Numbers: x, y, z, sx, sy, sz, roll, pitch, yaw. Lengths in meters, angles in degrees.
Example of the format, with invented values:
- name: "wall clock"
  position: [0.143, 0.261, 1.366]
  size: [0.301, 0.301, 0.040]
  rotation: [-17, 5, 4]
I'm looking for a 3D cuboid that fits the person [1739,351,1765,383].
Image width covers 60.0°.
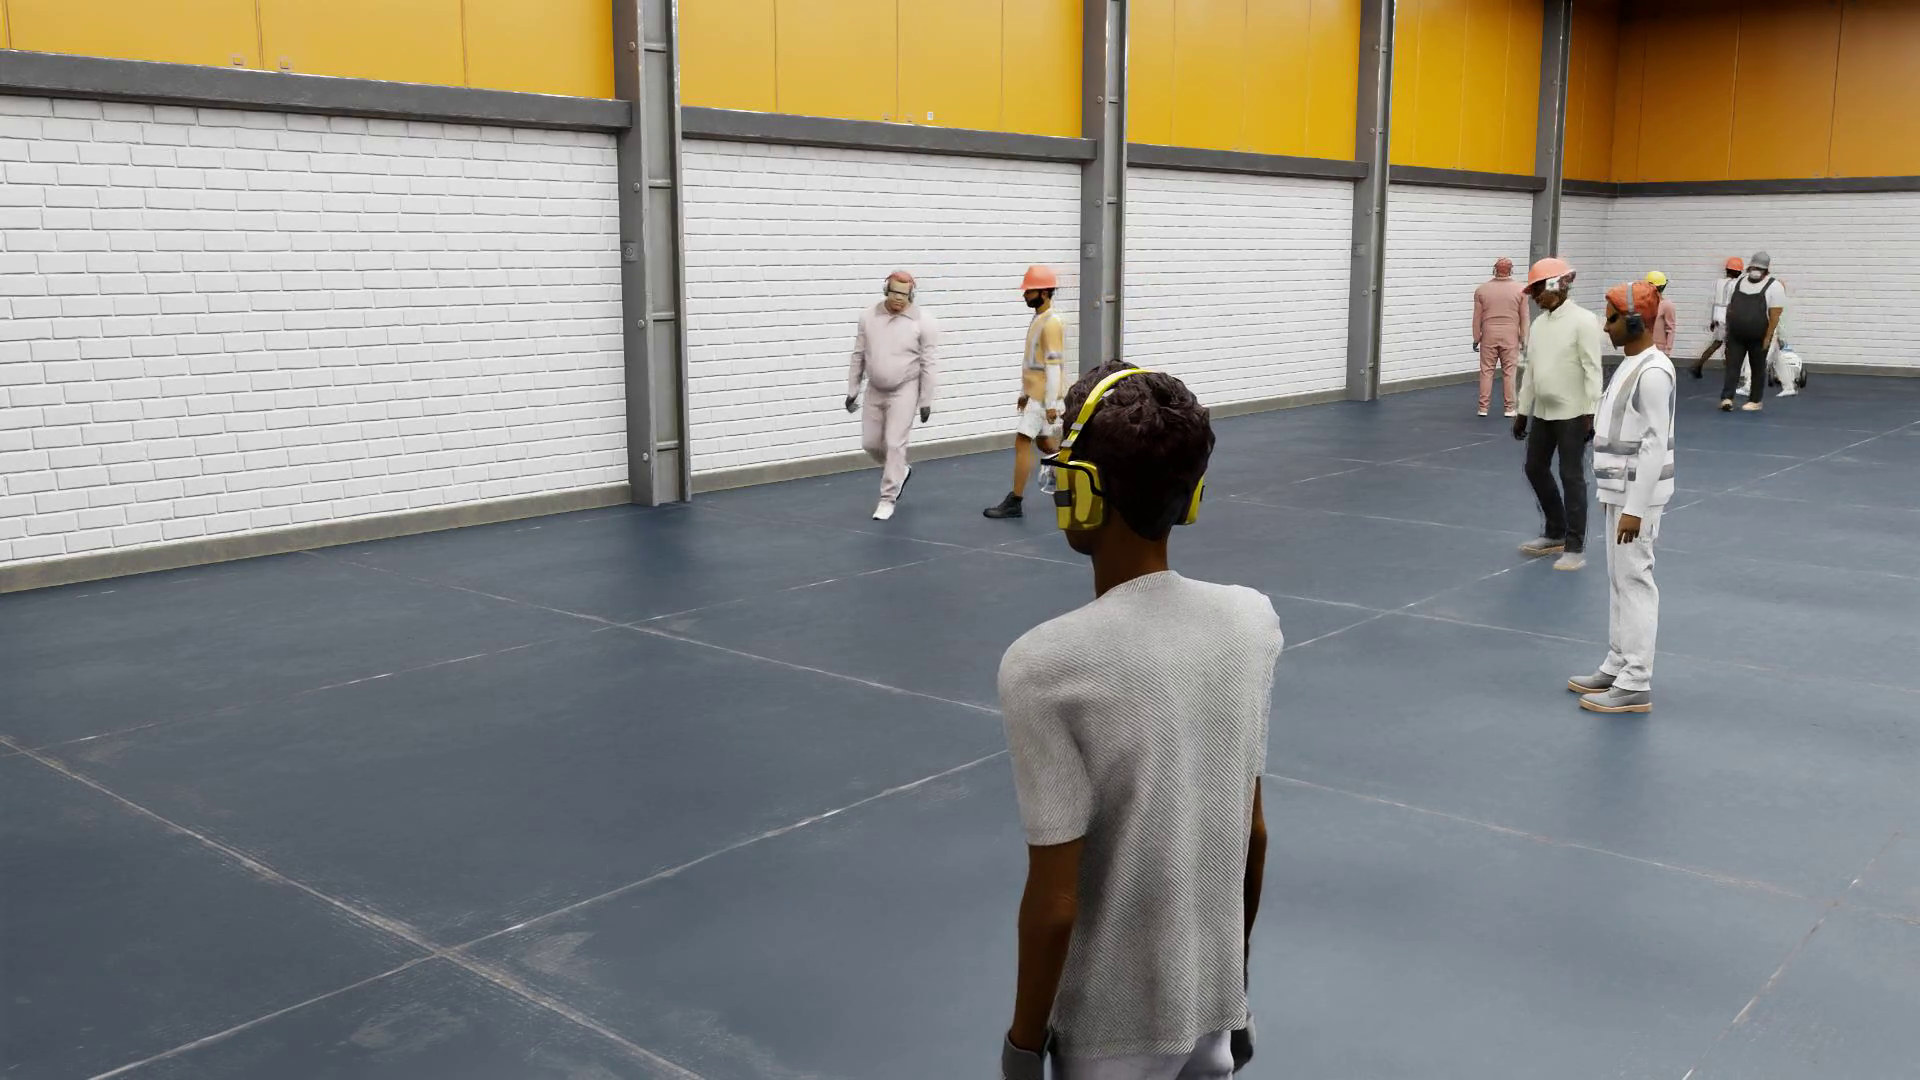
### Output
- name: "person"
  position: [11.877, -3.285, 24.929]
  size: [0.337, 1.882, 0.585]
  rotation: [-1, 10, -5]

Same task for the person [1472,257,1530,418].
- name: "person"
  position: [6.472, -2.417, 19.922]
  size: [0.651, 1.909, 0.409]
  rotation: [4, 11, 21]

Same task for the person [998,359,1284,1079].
- name: "person"
  position: [0.232, 0.684, 2.369]
  size: [0.520, 1.873, 0.335]
  rotation: [-8, 13, -38]

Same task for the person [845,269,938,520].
- name: "person"
  position: [-0.487, -1.103, 12.556]
  size: [0.720, 1.863, 0.653]
  rotation: [4, 11, 24]

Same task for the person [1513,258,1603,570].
- name: "person"
  position: [3.865, -0.807, 10.642]
  size: [0.448, 1.957, 0.697]
  rotation: [-3, 10, -18]

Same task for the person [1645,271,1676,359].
- name: "person"
  position: [7.841, -2.153, 18.833]
  size: [0.329, 1.765, 0.525]
  rotation: [-4, 11, -20]

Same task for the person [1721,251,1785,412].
- name: "person"
  position: [9.742, -2.586, 20.506]
  size: [0.712, 2.000, 0.942]
  rotation: [10, 14, 43]

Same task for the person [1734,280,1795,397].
- name: "person"
  position: [10.984, -2.728, 22.588]
  size: [0.880, 1.586, 0.539]
  rotation: [1, 10, 8]

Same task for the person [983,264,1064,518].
- name: "person"
  position: [0.634, -1.111, 12.492]
  size: [0.877, 1.909, 0.565]
  rotation: [-1, 10, -3]

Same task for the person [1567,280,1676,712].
- name: "person"
  position: [2.925, -0.186, 7.282]
  size: [0.353, 1.886, 0.572]
  rotation: [2, 10, 13]

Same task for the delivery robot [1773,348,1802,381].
- name: "delivery robot"
  position: [12.140, -2.574, 24.398]
  size: [0.477, 0.478, 0.707]
  rotation: [4, 11, 23]

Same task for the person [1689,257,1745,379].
- name: "person"
  position: [11.773, -3.420, 25.718]
  size: [0.951, 1.894, 0.568]
  rotation: [0, 10, 0]
